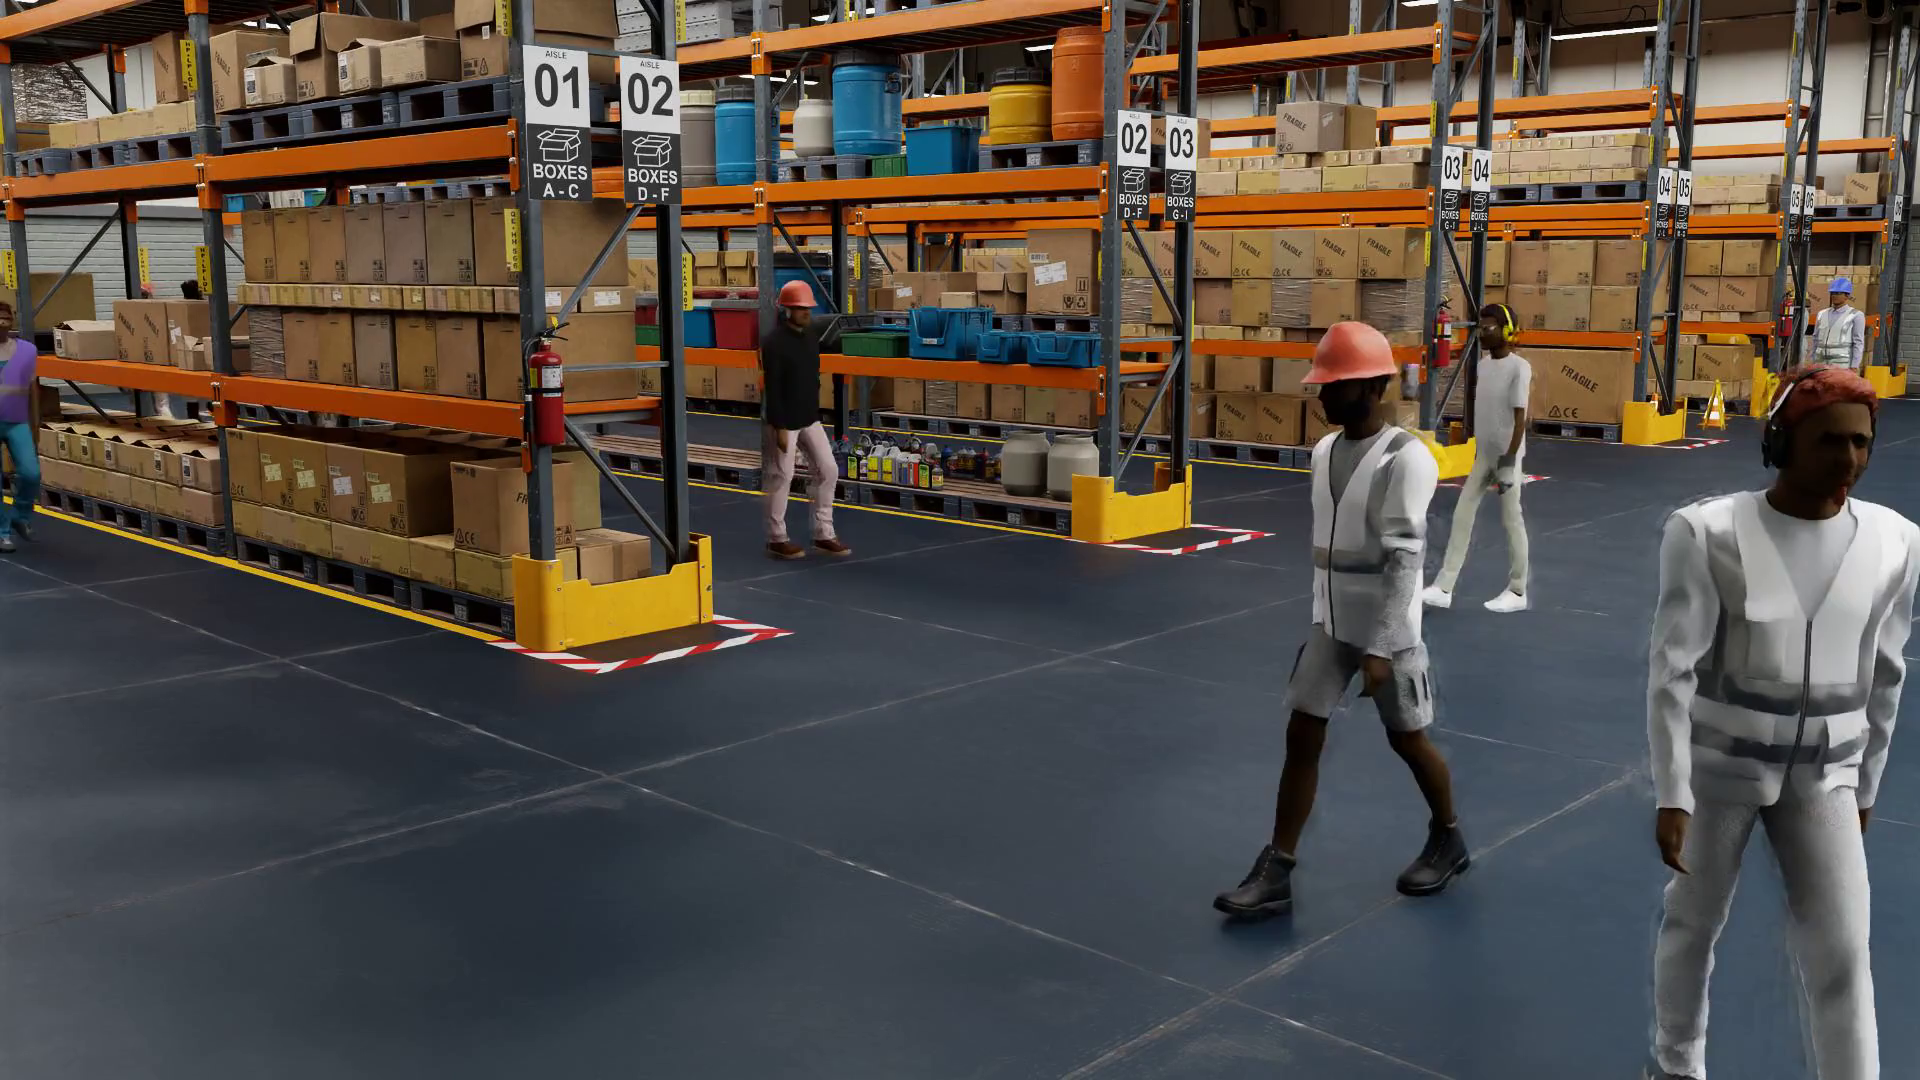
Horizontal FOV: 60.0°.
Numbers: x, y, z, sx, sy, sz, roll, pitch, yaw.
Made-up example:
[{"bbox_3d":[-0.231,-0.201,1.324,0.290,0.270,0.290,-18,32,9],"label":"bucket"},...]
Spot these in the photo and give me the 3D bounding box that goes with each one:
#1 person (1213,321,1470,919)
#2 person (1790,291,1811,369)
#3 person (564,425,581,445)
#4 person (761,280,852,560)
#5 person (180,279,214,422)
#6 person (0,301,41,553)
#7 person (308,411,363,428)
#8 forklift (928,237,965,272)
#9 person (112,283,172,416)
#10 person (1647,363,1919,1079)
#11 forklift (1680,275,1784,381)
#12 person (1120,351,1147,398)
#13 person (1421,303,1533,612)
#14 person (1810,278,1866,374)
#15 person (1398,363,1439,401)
[{"bbox_3d":[1.297,0.254,5.307,0.983,1.895,0.558,-5,11,-30],"label":"person"},{"bbox_3d":[12.663,-2.916,25.168,0.295,1.744,0.490,4,10,24],"label":"person"},{"bbox_3d":[-3.672,-1.284,14.747,1.030,1.877,0.652,6,11,31],"label":"person"},{"bbox_3d":[-1.076,-0.826,11.659,0.772,1.964,0.646,6,11,33],"label":"person"},{"bbox_3d":[-8.145,-1.834,17.929,0.614,1.941,0.651,7,12,38],"label":"person"},{"bbox_3d":[-6.979,-0.824,12.094,0.444,1.831,0.586,9,13,43],"label":"person"},{"bbox_3d":[-5.555,-1.289,14.951,0.649,1.829,0.416,-6,11,-34],"label":"person"},{"bbox_3d":[-0.326,-5.817,39.609,1.129,2.768,1.873,9,13,43],"label":"forklift"},{"bbox_3d":[-8.444,-1.748,17.306,0.636,1.972,0.639,-8,12,-40],"label":"person"},{"bbox_3d":[1.785,0.555,3.599,0.599,1.841,0.950,1,9,4],"label":"person"},{"bbox_3d":[12.480,-3.427,27.053,1.214,2.155,2.313,9,13,43],"label":"forklift"},{"bbox_3d":[2.286,-2.336,21.371,0.647,1.829,0.670,6,11,32],"label":"person"},{"bbox_3d":[3.072,-0.470,9.868,0.859,1.838,0.554,-3,10,-19],"label":"person"},{"bbox_3d":[9.904,-1.986,18.834,0.379,1.950,0.609,-5,10,-27],"label":"person"},{"bbox_3d":[5.038,-1.968,18.533,0.616,2.019,0.828,-6,11,-31],"label":"person"}]
